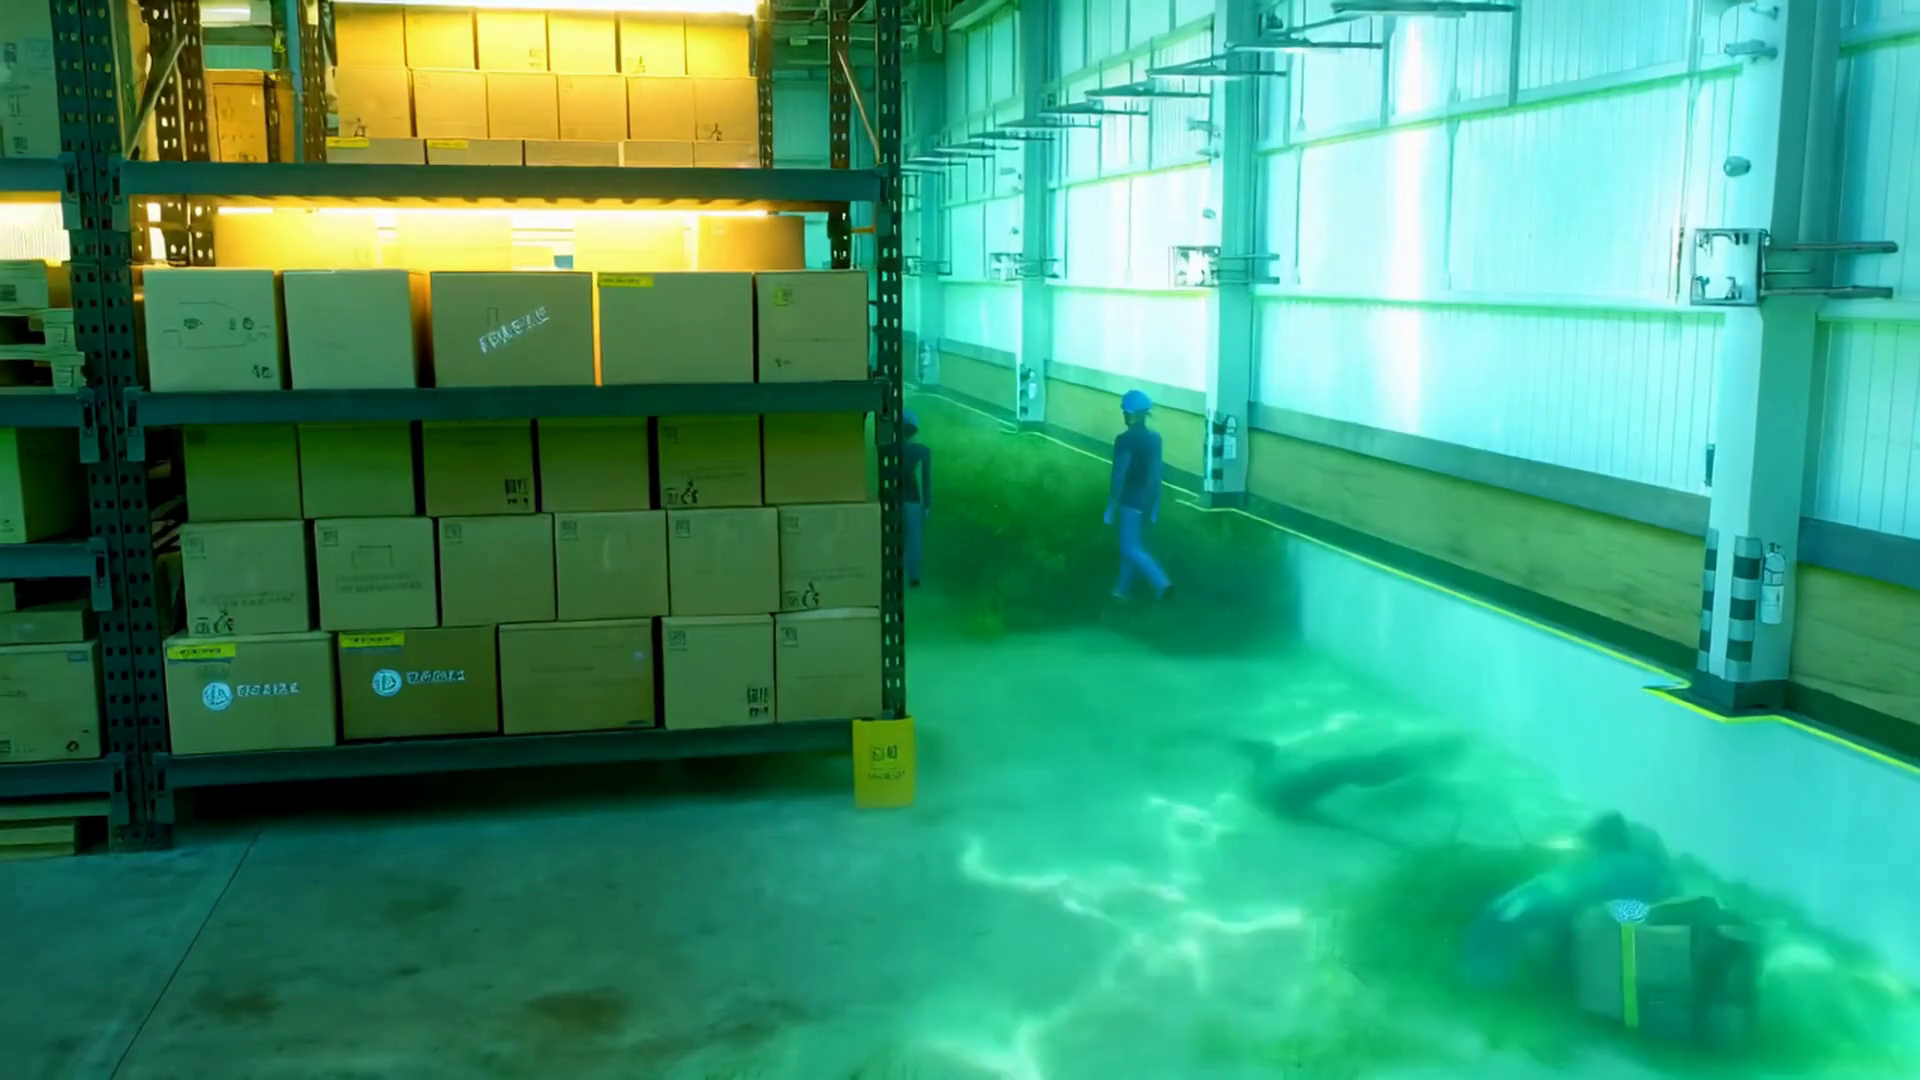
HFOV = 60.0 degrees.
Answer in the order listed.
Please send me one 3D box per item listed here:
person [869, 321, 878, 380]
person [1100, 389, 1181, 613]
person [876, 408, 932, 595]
[{"bbox_3d":[-2.223,-4.456,40.439,0.569,1.760,0.406,-2,10,-14],"label":"person"},{"bbox_3d":[1.600,-0.335,14.625,0.879,1.971,0.609,8,12,40],"label":"person"},{"bbox_3d":[-0.530,-0.367,15.527,0.535,1.731,0.853,1,9,3],"label":"person"}]
